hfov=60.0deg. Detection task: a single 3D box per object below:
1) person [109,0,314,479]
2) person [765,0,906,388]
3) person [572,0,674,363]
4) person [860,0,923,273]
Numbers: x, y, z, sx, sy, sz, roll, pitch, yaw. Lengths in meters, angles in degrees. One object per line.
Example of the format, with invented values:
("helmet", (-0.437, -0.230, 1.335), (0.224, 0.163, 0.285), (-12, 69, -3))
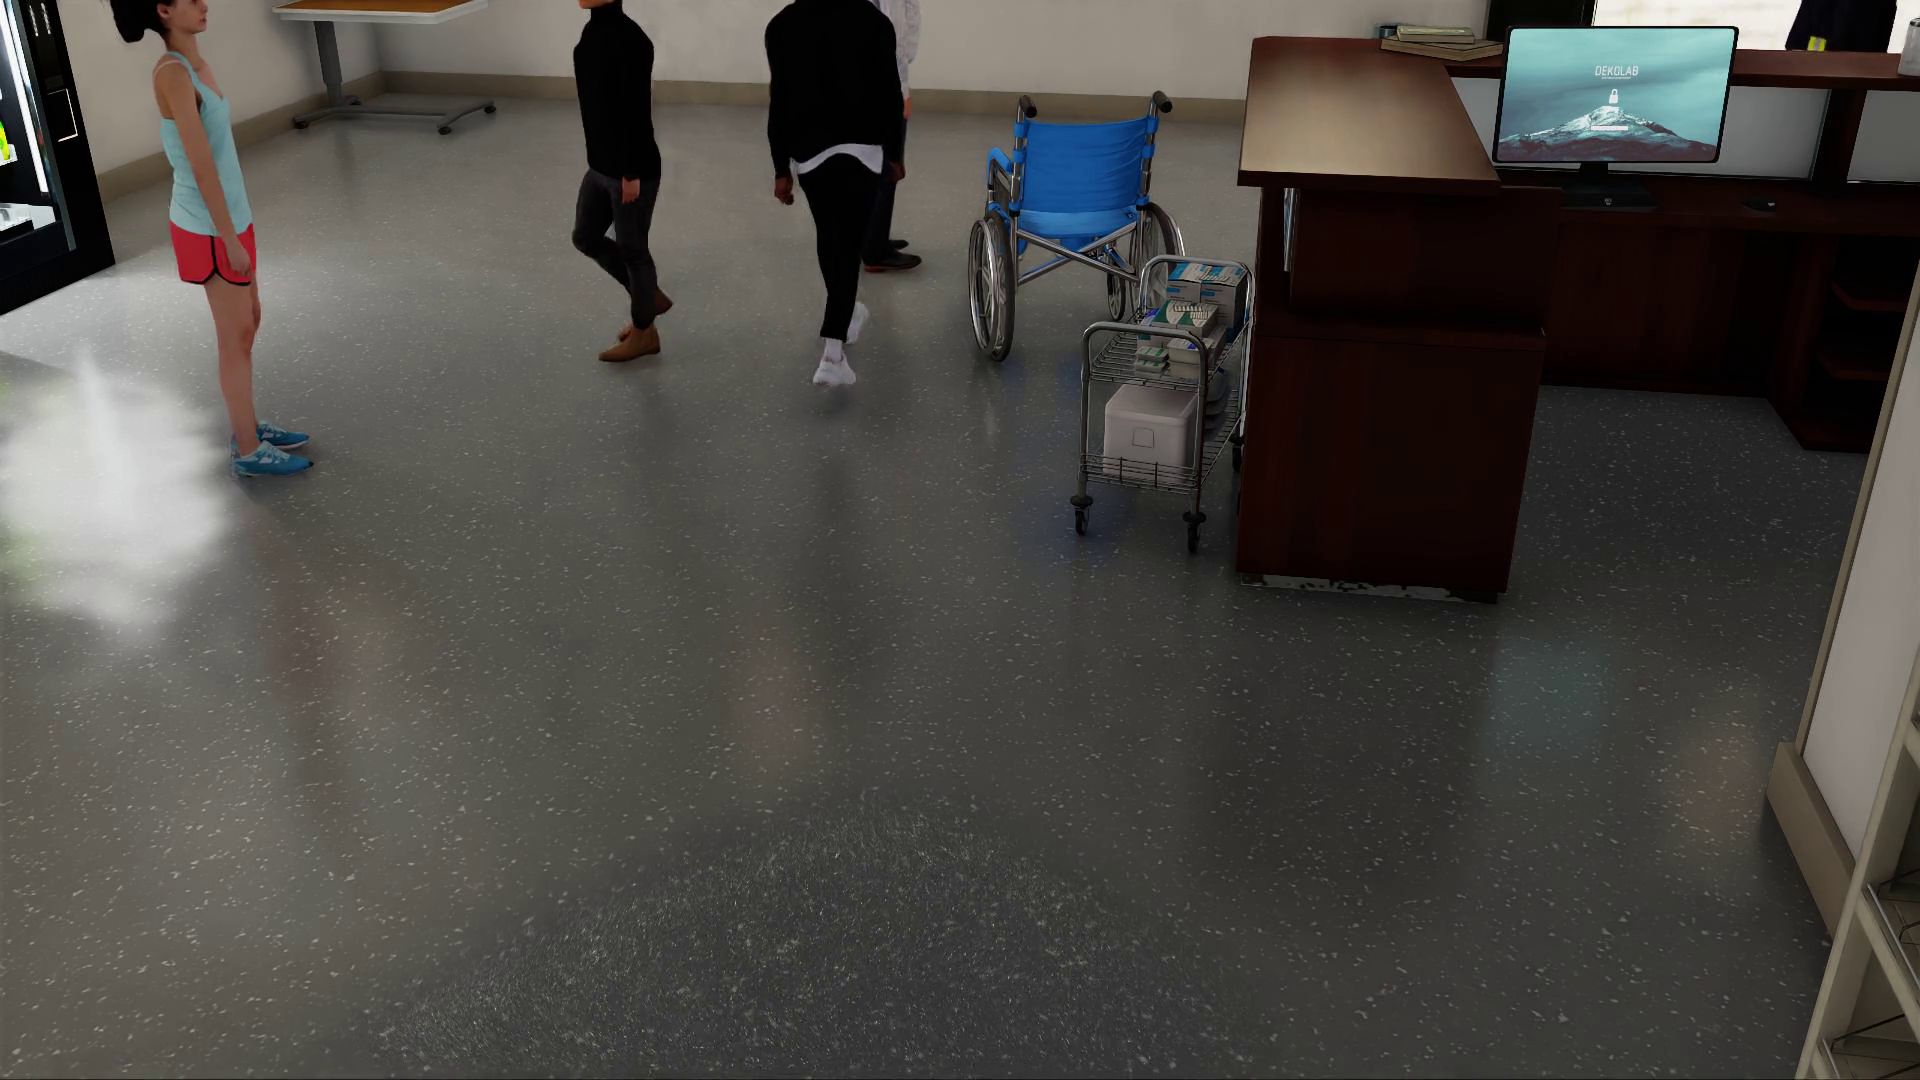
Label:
("person", (-2.590, -1.077, 5.779), (0.763, 1.764, 0.675), (-8, 27, -16))
("person", (-0.506, -1.465, 6.573), (0.675, 1.774, 1.234), (5, 26, 10))
("person", (-1.344, -1.587, 6.894), (0.827, 1.713, 0.775), (-18, 31, -33))
("person", (-0.380, -2.251, 8.155), (0.787, 1.815, 0.658), (-6, 26, -12))
